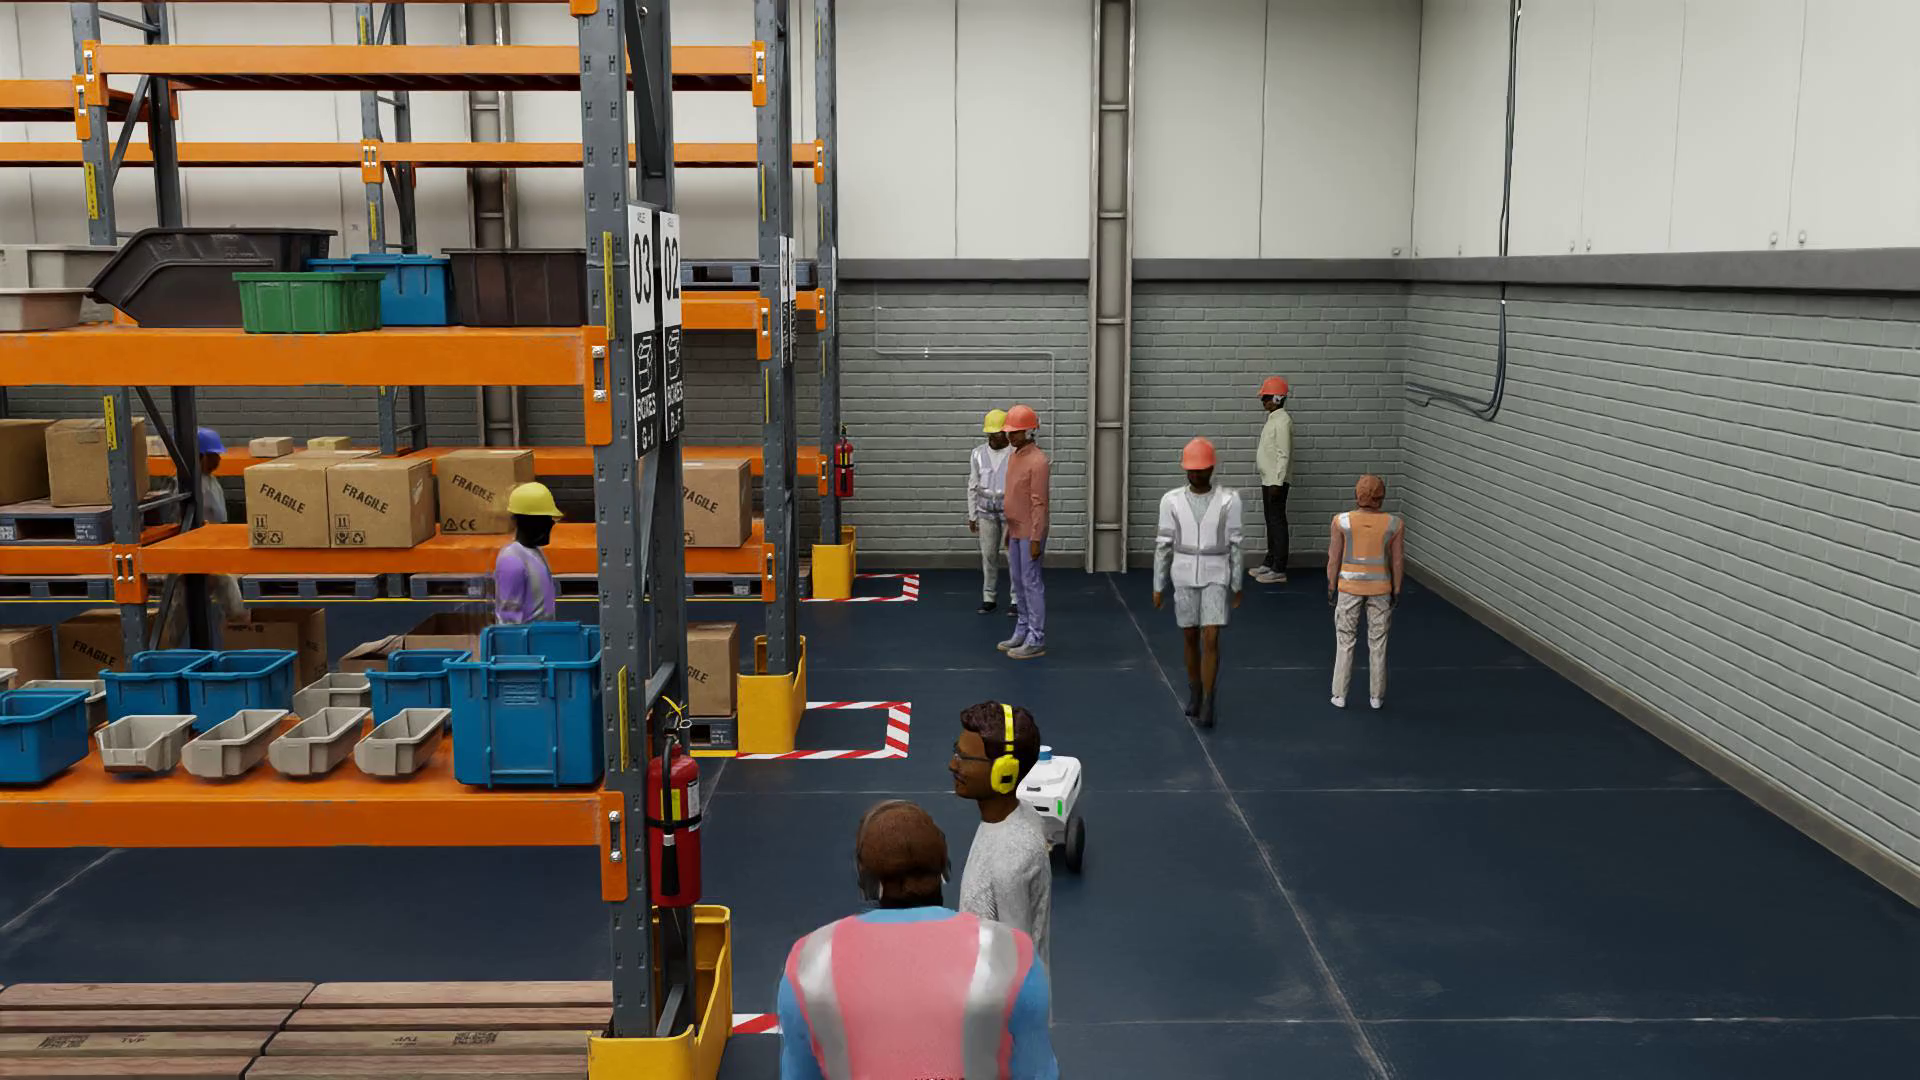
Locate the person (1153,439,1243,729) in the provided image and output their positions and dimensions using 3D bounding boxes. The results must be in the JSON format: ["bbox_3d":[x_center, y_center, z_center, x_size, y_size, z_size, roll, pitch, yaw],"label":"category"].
[{"bbox_3d":[1.562,0.290,11.037,0.579,1.904,0.831,3,10,16],"label":"person"}]

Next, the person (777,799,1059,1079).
[{"bbox_3d":[-0.094,1.512,3.883,0.682,1.825,0.436,1,9,9],"label":"person"}]

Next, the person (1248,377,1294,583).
[{"bbox_3d":[3.046,-0.587,16.165,0.380,1.995,0.611,0,9,-1],"label":"person"}]

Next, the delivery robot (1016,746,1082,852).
[{"bbox_3d":[0.425,1.312,8.635,0.477,0.478,0.707,2,9,11],"label":"delivery robot"}]

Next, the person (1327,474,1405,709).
[{"bbox_3d":[2.790,0.362,11.462,0.519,1.633,0.311,1,9,9],"label":"person"}]

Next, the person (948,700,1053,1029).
[{"bbox_3d":[0.091,1.355,4.626,0.328,1.877,0.513,0,9,-1],"label":"person"}]

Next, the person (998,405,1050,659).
[{"bbox_3d":[0.497,-0.068,13.019,0.409,1.984,0.618,-3,10,-19],"label":"person"}]

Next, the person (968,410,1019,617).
[{"bbox_3d":[0.349,-0.236,14.567,0.602,1.817,0.403,3,10,19],"label":"person"}]
